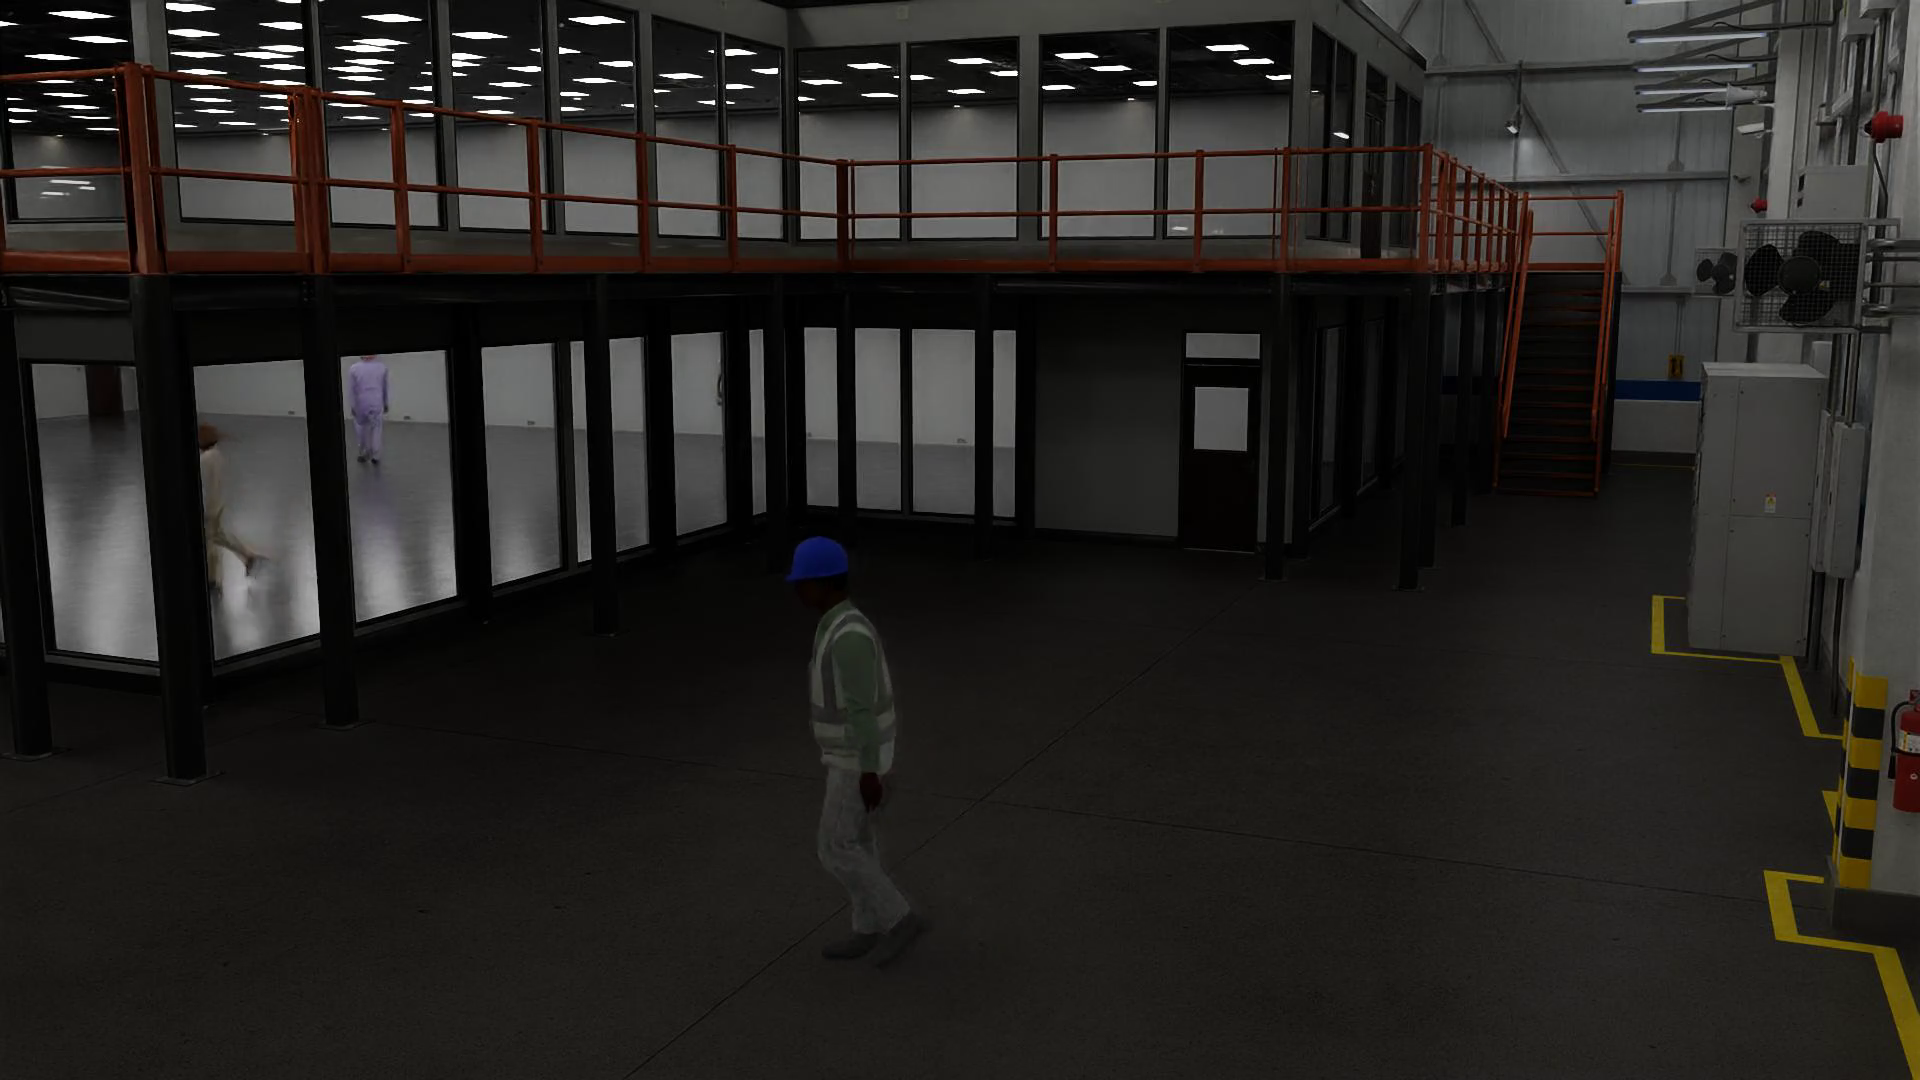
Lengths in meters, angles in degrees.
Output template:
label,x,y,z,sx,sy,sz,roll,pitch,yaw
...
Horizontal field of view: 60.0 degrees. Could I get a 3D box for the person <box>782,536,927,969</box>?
label,x,y,z,sx,sy,sz,roll,pitch,yaw
person,-0.499,0.935,7.266,0.526,1.918,0.630,-2,9,-12
